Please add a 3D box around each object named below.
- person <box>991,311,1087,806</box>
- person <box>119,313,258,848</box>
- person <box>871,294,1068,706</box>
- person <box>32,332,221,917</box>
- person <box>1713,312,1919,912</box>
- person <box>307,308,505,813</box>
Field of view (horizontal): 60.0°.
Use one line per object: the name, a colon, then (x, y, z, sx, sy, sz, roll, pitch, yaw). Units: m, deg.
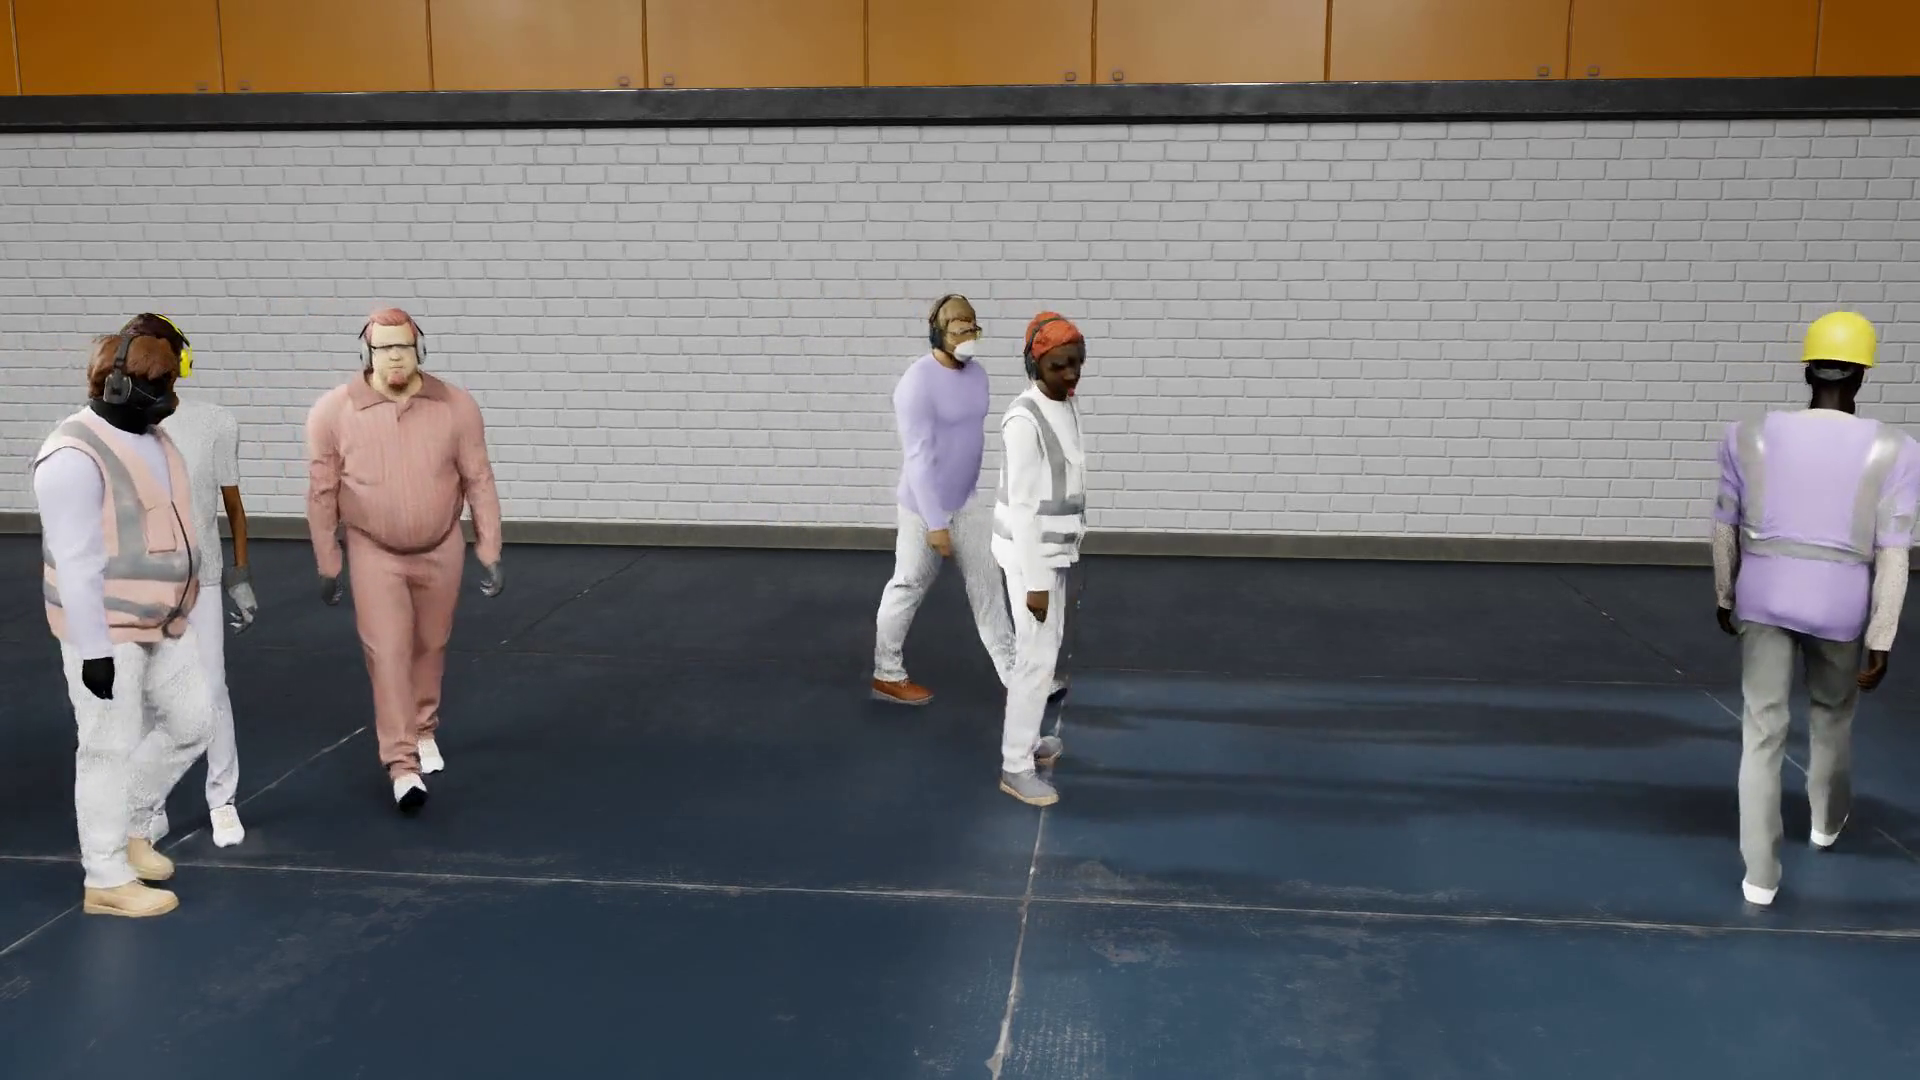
person: (0.293, 0.060, 6.308, 0.415, 1.853, 0.733, 3, 10, 17)
person: (-2.712, 0.155, 5.727, 0.534, 1.864, 0.310, -3, 10, -18)
person: (-0.018, -0.130, 7.323, 1.039, 1.876, 0.656, 7, 12, 34)
person: (-2.598, 0.271, 5.188, 0.437, 1.823, 0.656, 1, 10, 5)
person: (2.774, 0.203, 5.445, 0.594, 1.870, 0.998, 6, 12, 31)
person: (-2.065, 0.066, 6.272, 0.668, 1.851, 1.018, -6, 11, -29)
